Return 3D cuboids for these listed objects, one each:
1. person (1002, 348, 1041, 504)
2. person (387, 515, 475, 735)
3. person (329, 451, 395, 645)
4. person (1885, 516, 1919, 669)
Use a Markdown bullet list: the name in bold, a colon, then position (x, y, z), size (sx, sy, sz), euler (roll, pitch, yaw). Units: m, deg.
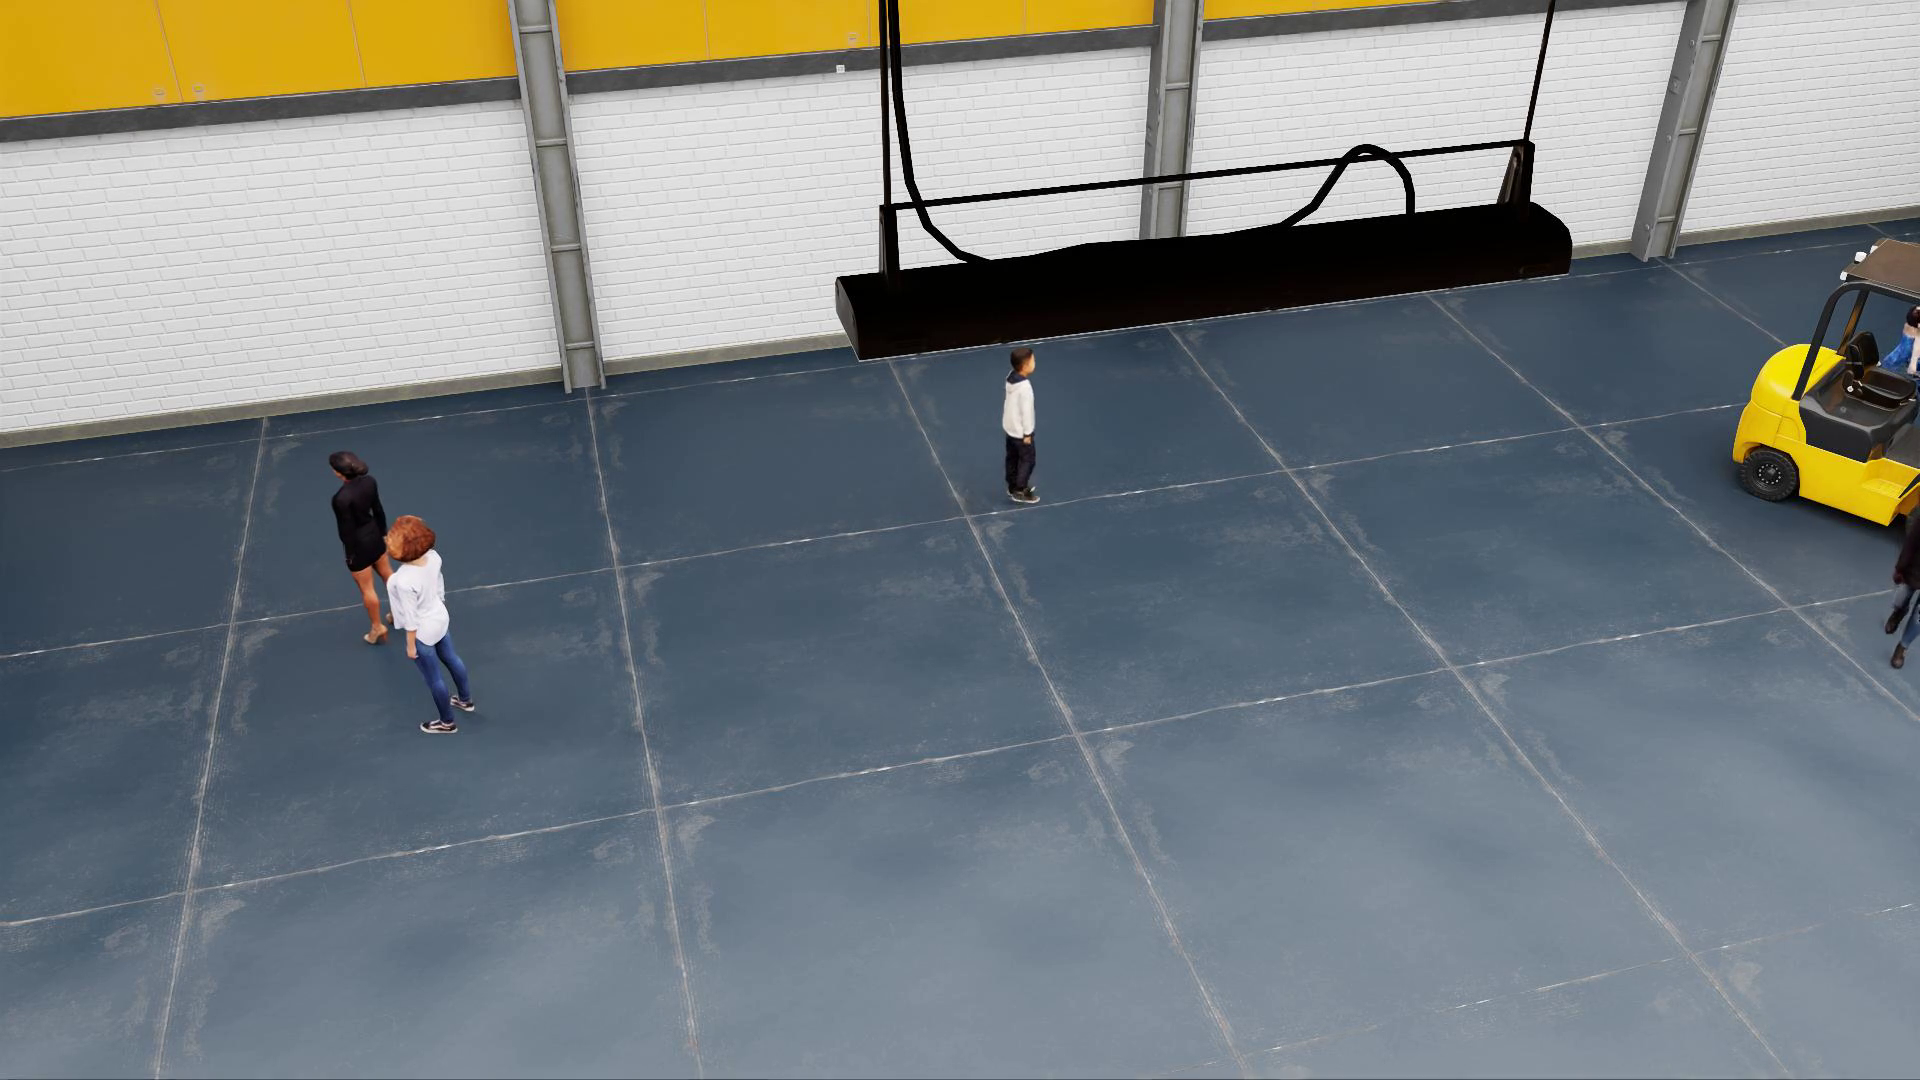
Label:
- **person**: position (0.457, -0.980, 14.249), size (0.592, 1.448, 0.623), euler (-12, 35, -17)
- **person**: position (-3.720, 0.589, 11.650), size (0.765, 1.711, 0.746), euler (9, 35, 14)
- **person**: position (-4.476, 0.040, 12.542), size (0.756, 1.638, 0.699), euler (13, 36, 18)
- **person**: position (7.192, 0.194, 12.333), size (0.879, 1.613, 0.949), euler (22, 40, 30)
